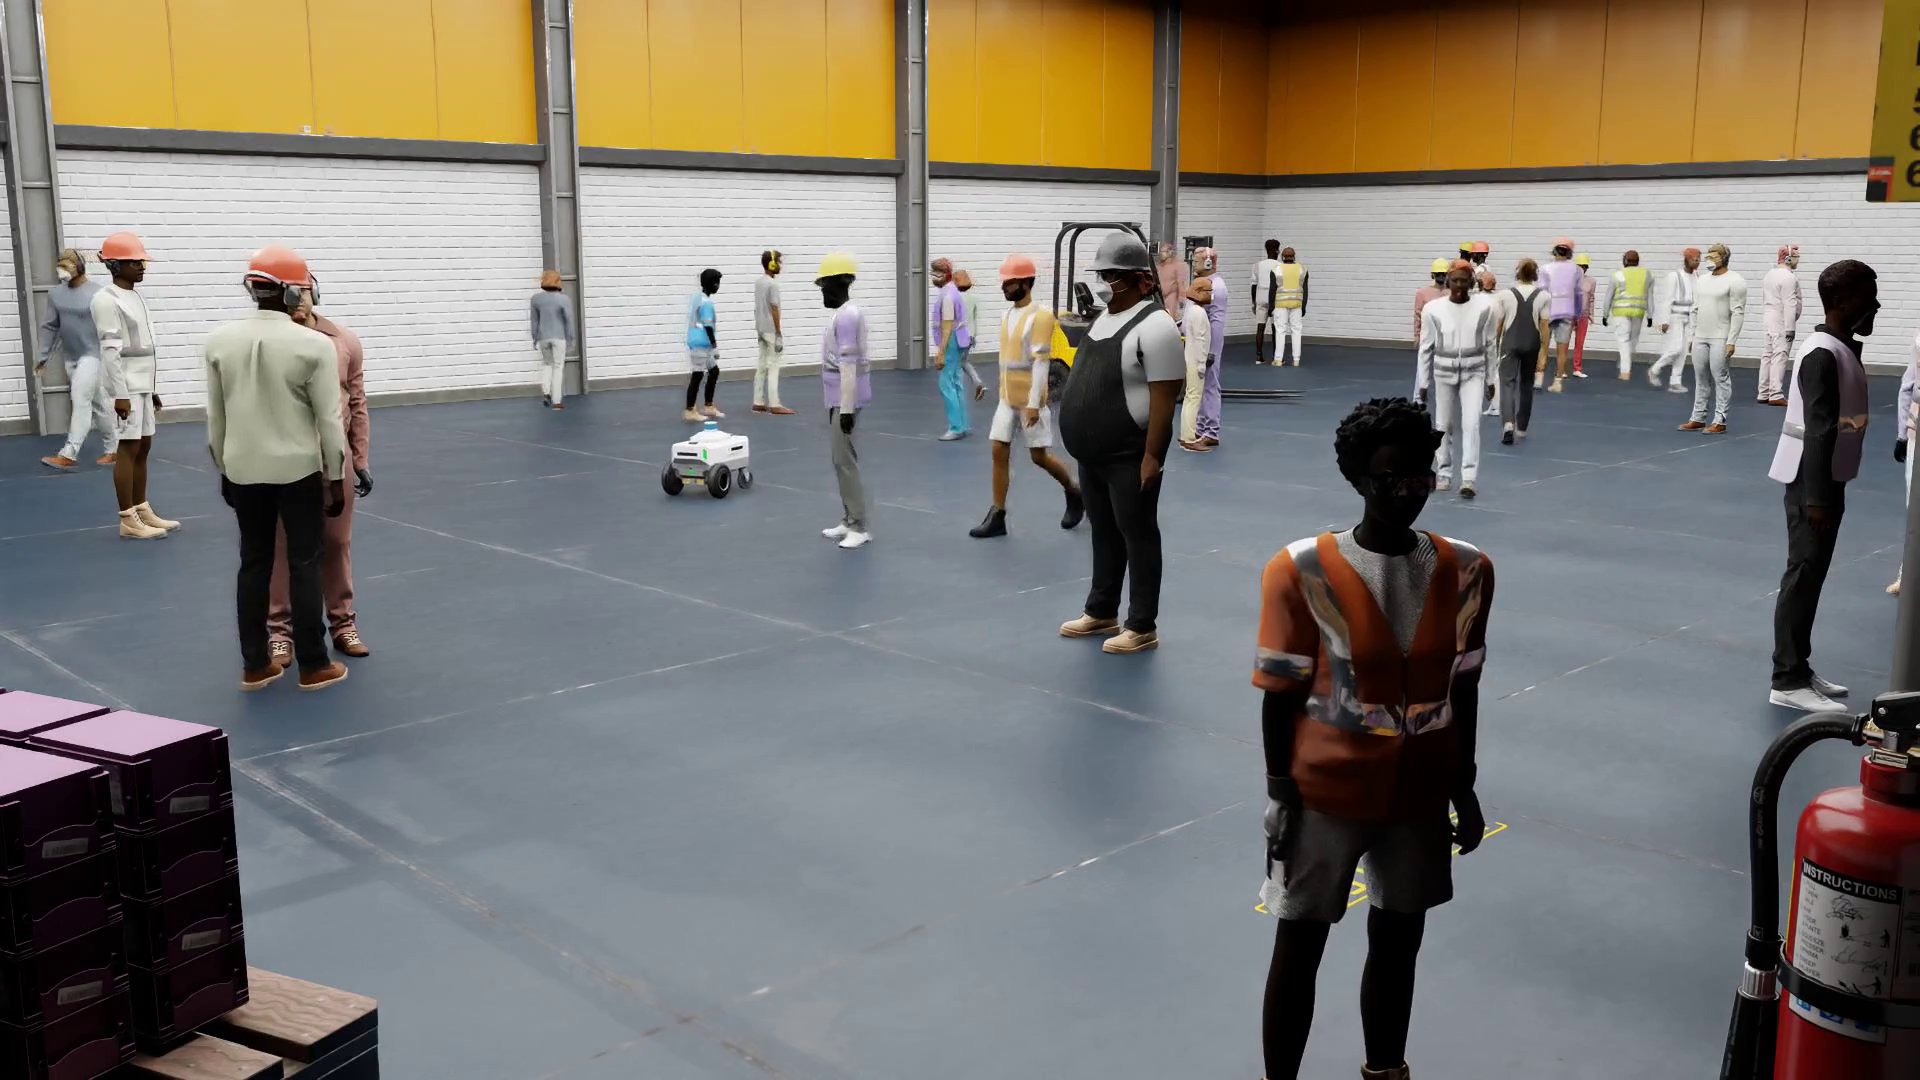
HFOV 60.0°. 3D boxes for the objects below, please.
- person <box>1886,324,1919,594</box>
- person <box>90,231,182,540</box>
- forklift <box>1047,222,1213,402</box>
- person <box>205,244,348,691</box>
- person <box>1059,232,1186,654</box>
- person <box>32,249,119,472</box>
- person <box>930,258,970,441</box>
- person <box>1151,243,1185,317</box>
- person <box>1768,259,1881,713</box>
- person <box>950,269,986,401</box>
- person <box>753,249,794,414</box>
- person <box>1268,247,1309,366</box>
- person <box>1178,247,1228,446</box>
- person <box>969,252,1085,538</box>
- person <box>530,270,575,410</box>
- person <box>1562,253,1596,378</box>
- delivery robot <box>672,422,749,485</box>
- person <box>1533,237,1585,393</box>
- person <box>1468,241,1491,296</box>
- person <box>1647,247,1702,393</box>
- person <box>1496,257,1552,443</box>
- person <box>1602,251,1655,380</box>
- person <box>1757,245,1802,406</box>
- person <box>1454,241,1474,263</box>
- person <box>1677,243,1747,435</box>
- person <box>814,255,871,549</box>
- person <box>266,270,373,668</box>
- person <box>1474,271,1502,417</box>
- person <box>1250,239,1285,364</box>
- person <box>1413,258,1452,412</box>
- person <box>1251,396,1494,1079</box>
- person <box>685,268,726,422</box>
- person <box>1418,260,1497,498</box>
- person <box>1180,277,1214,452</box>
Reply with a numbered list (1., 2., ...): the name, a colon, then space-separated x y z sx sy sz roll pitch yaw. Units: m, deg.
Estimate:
1. person: 5.478 -0.560 9.172 0.447 1.849 0.640 -7 12 -33
2. person: -5.517 -1.025 11.128 0.370 2.044 0.608 -1 10 -7
3. forklift: 1.935 -2.847 20.651 2.313 2.155 1.214 2 11 13
4. person: -3.015 -0.313 7.415 0.640 1.982 0.428 1 10 4
5. person: 0.749 -0.473 8.123 0.536 2.000 0.676 -5 12 -26
6. person: -7.626 -1.532 14.287 0.634 1.891 0.982 4 11 22
7. person: -0.102 -1.888 16.495 0.410 1.802 0.742 0 10 2
8. person: 3.517 -4.150 28.597 0.681 1.888 0.430 10 14 43
9. person: 3.694 -0.233 7.146 0.392 1.920 0.588 6 12 30
10. person: 0.044 -2.404 19.810 0.394 1.620 0.499 7 13 35
11. person: -2.160 -2.365 18.926 0.325 1.867 0.534 -6 12 -32
12. person: 5.079 -3.613 25.807 0.621 1.838 0.429 -1 10 -4
13. person: 2.342 -1.859 16.052 0.407 1.908 0.641 -1 10 -8
14. person: 0.471 -0.977 11.227 0.870 1.914 0.544 -8 13 -36
15. person: -4.719 -2.325 19.347 0.523 1.621 0.356 2 11 12
16. person: 8.789 -3.186 23.666 0.525 1.769 0.327 -2 11 -9
17. delivery robot: -1.959 -0.687 13.087 0.477 0.478 0.707 4 11 22
18. person: 7.726 -2.895 21.460 0.625 1.997 0.633 1 10 5
19. person: 7.634 -3.433 24.545 0.357 1.938 0.545 5 12 25
20. person: 9.268 -2.836 21.476 0.602 1.867 0.491 -6 12 -29
21. person: 5.513 -1.858 16.320 0.509 1.816 0.884 2 11 13
22. person: 9.445 -3.192 23.614 0.645 1.793 0.941 0 10 2
23. person: 9.794 -2.549 19.809 0.408 1.906 0.653 0 10 3
24. person: 8.371 -4.002 27.707 0.382 1.917 0.585 -2 11 -9
25. person: 7.696 -2.047 16.988 0.372 1.940 0.629 -4 11 -22
26. person: -0.766 -0.912 10.957 0.364 1.891 0.759 -1 10 -5
27. person: -3.104 -0.360 7.872 0.646 1.908 0.408 -7 13 -34
28. person: 5.853 -2.179 18.556 0.516 1.629 0.320 -5 12 -26
29. person: 4.869 -3.744 26.168 0.609 1.963 0.369 6 12 31
30. person: 5.351 -2.271 18.673 0.523 1.769 0.323 1 10 3
31. person: 0.870 0.539 3.539 0.534 1.697 0.322 -2 11 -11
32. person: -2.732 -2.095 17.976 0.583 1.657 0.550 -2 11 -13
33. person: 3.852 -1.242 12.910 0.590 1.825 0.960 3 11 16
34. person: 2.240 -1.655 15.678 0.267 1.632 0.507 0 10 0
